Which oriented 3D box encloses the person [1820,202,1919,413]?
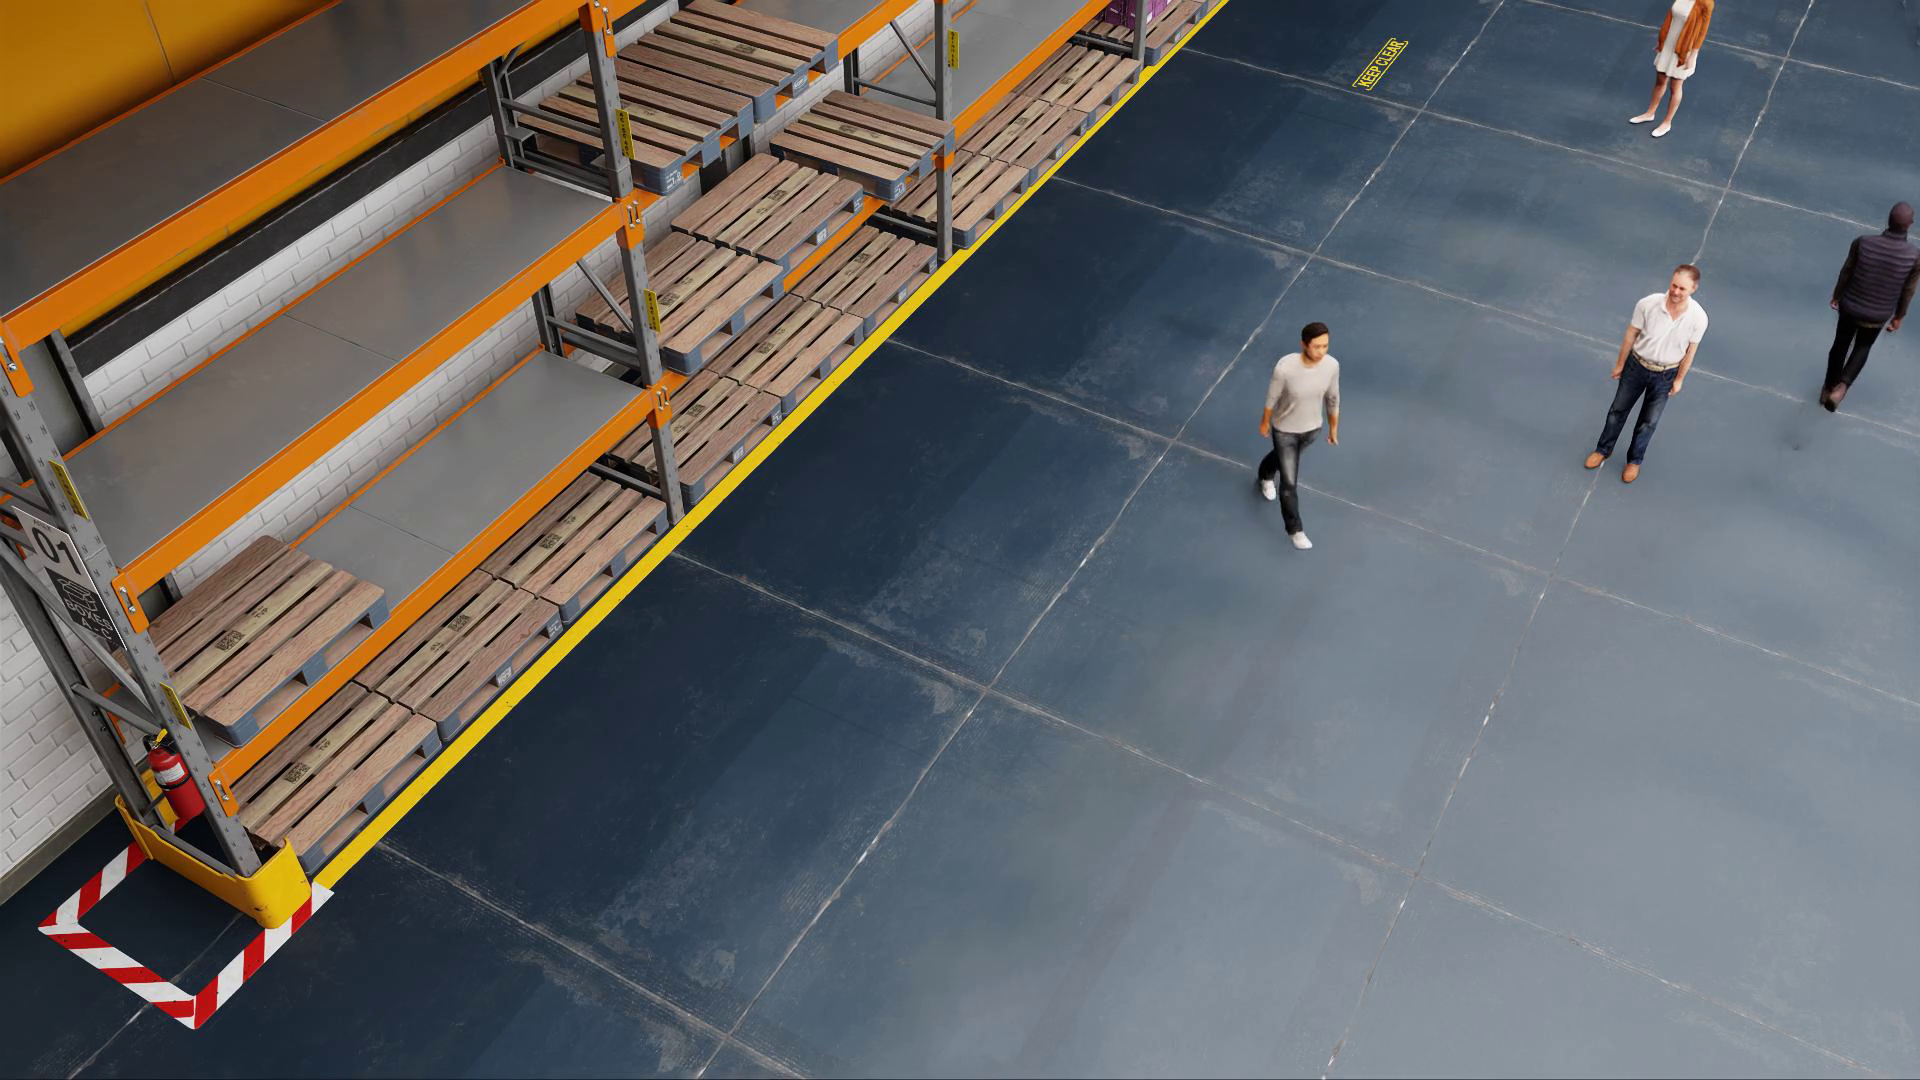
[{"bbox_3d":[6.938,-1.739,12.816,0.731,1.817,0.890,27,50,25],"label":"person"}]

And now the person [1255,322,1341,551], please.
[{"bbox_3d":[2.376,-0.876,11.946,1.176,1.768,1.246,-11,45,-11],"label":"person"}]

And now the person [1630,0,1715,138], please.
[{"bbox_3d":[6.942,-4.758,16.054,0.738,1.721,0.718,-20,47,-19],"label":"person"}]

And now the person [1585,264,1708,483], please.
[{"bbox_3d":[5.121,-1.270,12.295,0.661,1.856,0.573,24,49,23],"label":"person"}]
